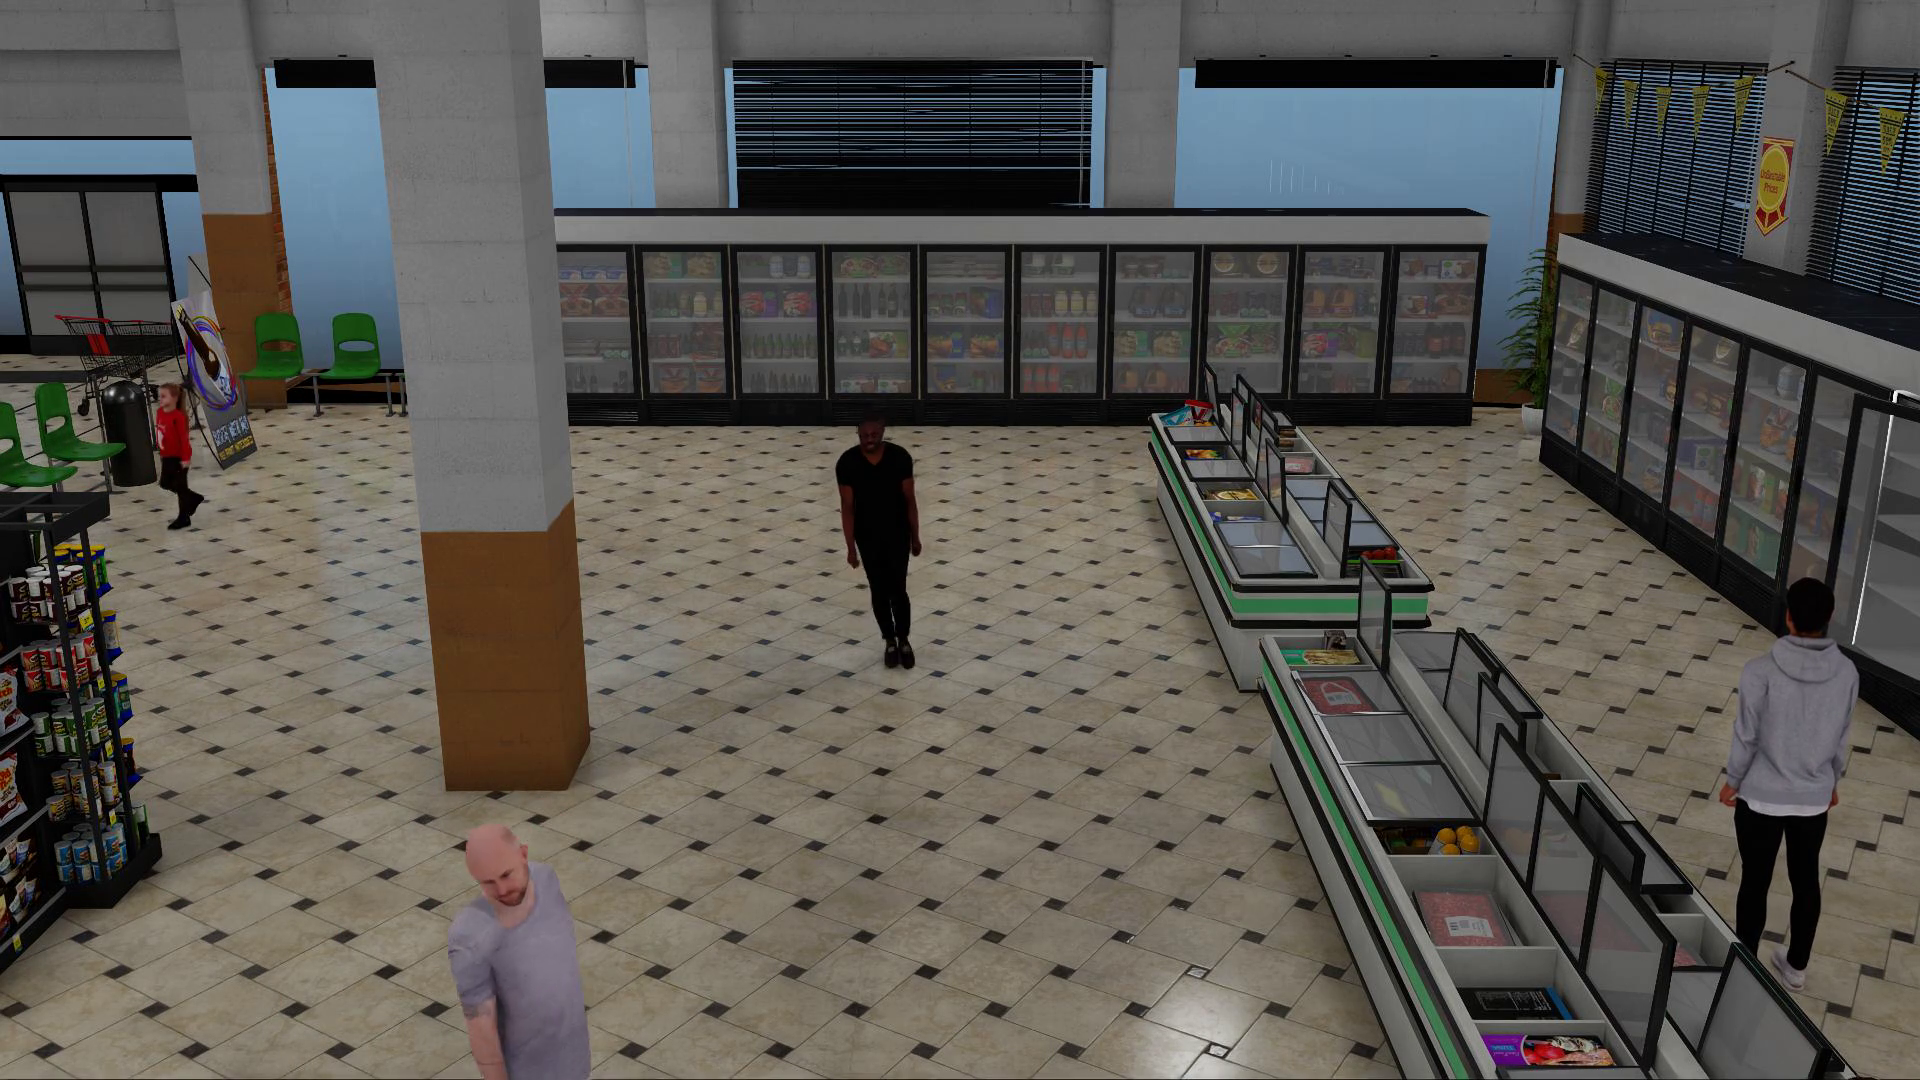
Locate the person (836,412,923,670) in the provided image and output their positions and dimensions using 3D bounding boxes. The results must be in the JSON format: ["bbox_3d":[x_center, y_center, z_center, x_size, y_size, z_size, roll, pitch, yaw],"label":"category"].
[{"bbox_3d":[-0.526,-0.024,11.285,0.726,1.794,0.658,-1,17,-5],"label":"person"}]

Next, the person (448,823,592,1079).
[{"bbox_3d":[-1.435,1.691,5.610,0.991,1.810,0.685,1,17,3],"label":"person"}]

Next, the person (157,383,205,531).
[{"bbox_3d":[-6.830,-0.751,14.570,0.657,1.276,0.761,9,19,27],"label":"person"}]

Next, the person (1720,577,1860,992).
[{"bbox_3d":[3.666,1.096,7.367,0.665,1.929,0.564,0,17,1],"label":"person"}]
